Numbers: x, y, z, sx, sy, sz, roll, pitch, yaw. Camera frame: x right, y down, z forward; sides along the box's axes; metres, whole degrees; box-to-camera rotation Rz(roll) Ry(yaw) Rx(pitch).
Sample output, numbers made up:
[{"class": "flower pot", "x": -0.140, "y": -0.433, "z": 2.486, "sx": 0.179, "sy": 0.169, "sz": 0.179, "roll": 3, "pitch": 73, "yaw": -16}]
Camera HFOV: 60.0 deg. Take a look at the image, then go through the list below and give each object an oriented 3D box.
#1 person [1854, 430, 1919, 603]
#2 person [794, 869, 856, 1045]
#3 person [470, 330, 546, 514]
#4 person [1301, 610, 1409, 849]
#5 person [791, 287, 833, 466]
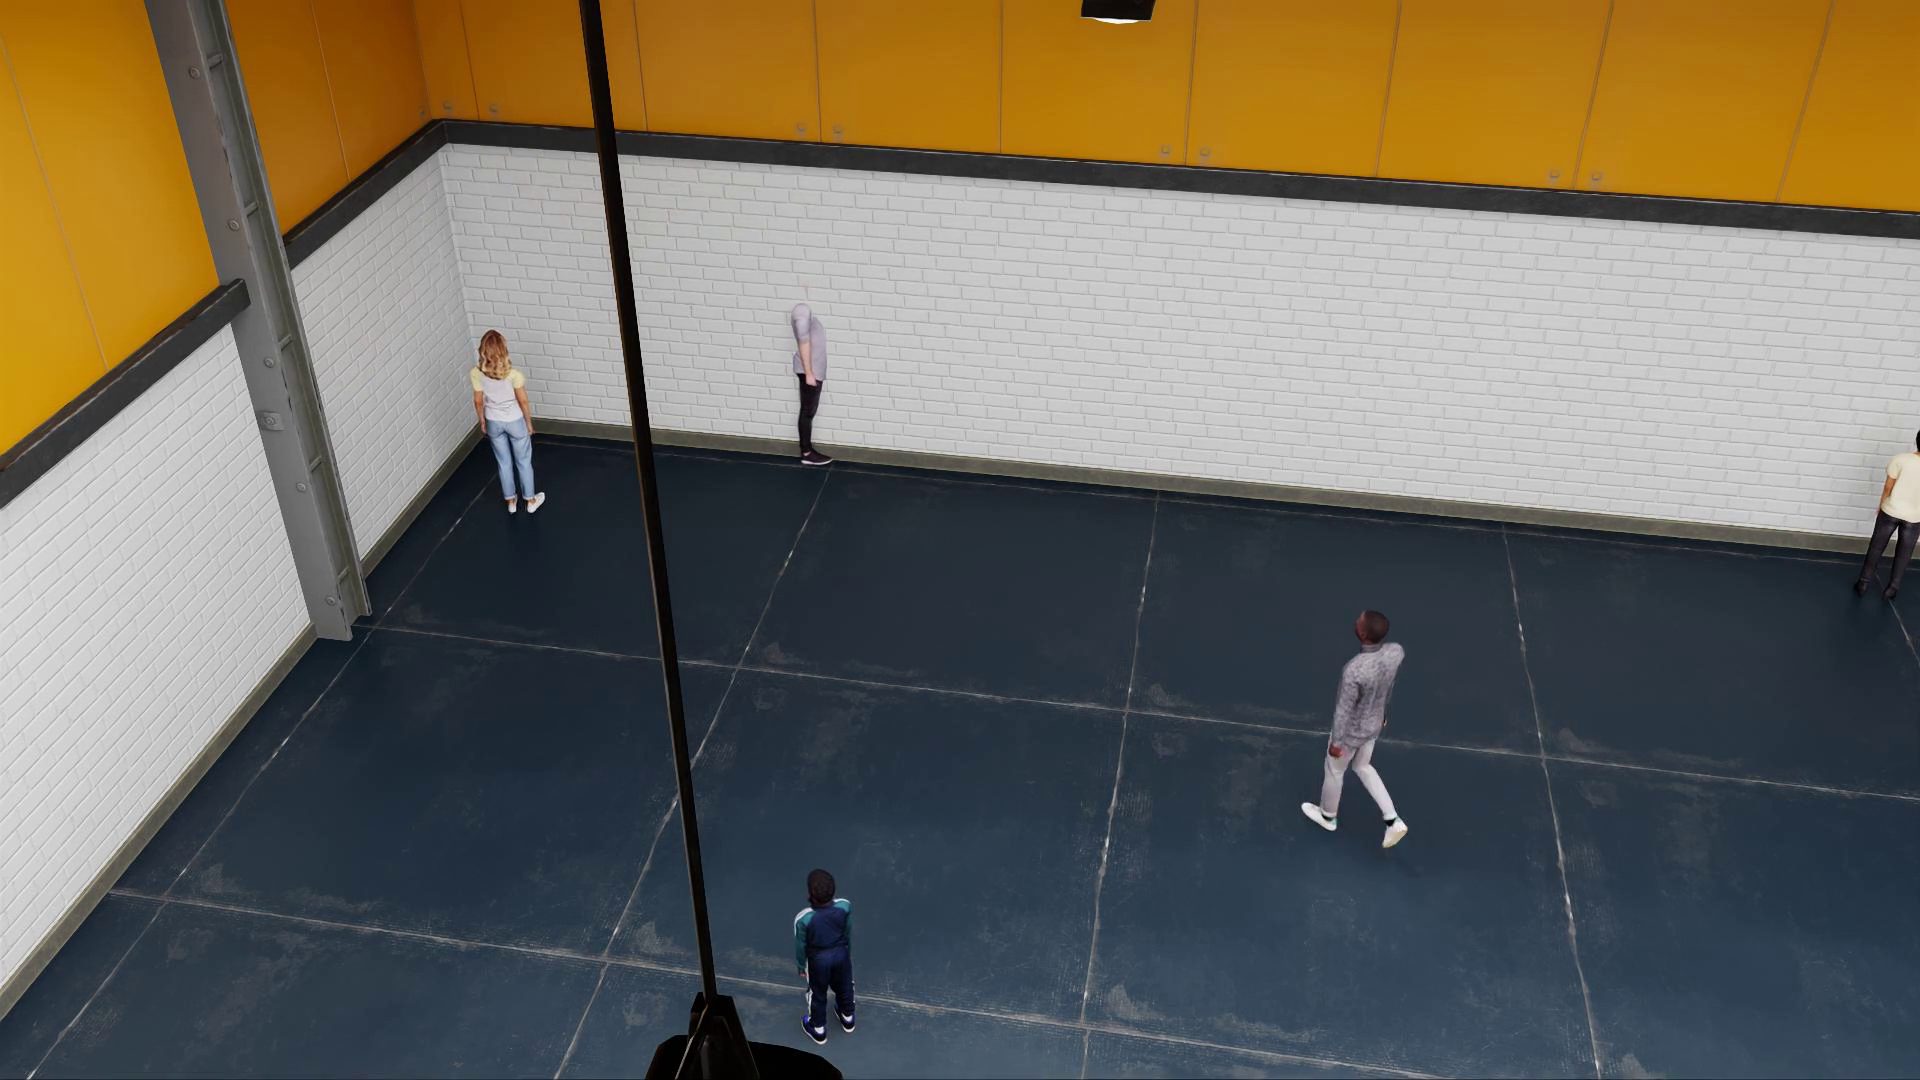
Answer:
[{"class": "person", "x": 7.482, "y": -0.212, "z": 13.191, "sx": 0.650, "sy": 1.587, "sz": 0.596, "roll": 18, "pitch": 38, "yaw": 25}, {"class": "person", "x": -0.774, "y": 2.388, "z": 9.580, "sx": 0.570, "sy": 1.255, "sz": 0.614, "roll": -16, "pitch": 37, "yaw": -23}, {"class": "person", "x": -3.890, "y": -0.998, "z": 14.251, "sx": 0.660, "sy": 1.724, "sz": 0.600, "roll": 0, "pitch": 34, "yaw": 0}, {"class": "person", "x": 2.641, "y": 1.260, "z": 10.768, "sx": 1.071, "sy": 1.818, "sz": 1.106, "roll": -25, "pitch": 41, "yaw": -32}, {"class": "person", "x": -1.353, "y": -1.582, "z": 15.029, "sx": 0.753, "sy": 1.835, "sz": 0.561, "roll": 1, "pitch": 34, "yaw": 2}]
